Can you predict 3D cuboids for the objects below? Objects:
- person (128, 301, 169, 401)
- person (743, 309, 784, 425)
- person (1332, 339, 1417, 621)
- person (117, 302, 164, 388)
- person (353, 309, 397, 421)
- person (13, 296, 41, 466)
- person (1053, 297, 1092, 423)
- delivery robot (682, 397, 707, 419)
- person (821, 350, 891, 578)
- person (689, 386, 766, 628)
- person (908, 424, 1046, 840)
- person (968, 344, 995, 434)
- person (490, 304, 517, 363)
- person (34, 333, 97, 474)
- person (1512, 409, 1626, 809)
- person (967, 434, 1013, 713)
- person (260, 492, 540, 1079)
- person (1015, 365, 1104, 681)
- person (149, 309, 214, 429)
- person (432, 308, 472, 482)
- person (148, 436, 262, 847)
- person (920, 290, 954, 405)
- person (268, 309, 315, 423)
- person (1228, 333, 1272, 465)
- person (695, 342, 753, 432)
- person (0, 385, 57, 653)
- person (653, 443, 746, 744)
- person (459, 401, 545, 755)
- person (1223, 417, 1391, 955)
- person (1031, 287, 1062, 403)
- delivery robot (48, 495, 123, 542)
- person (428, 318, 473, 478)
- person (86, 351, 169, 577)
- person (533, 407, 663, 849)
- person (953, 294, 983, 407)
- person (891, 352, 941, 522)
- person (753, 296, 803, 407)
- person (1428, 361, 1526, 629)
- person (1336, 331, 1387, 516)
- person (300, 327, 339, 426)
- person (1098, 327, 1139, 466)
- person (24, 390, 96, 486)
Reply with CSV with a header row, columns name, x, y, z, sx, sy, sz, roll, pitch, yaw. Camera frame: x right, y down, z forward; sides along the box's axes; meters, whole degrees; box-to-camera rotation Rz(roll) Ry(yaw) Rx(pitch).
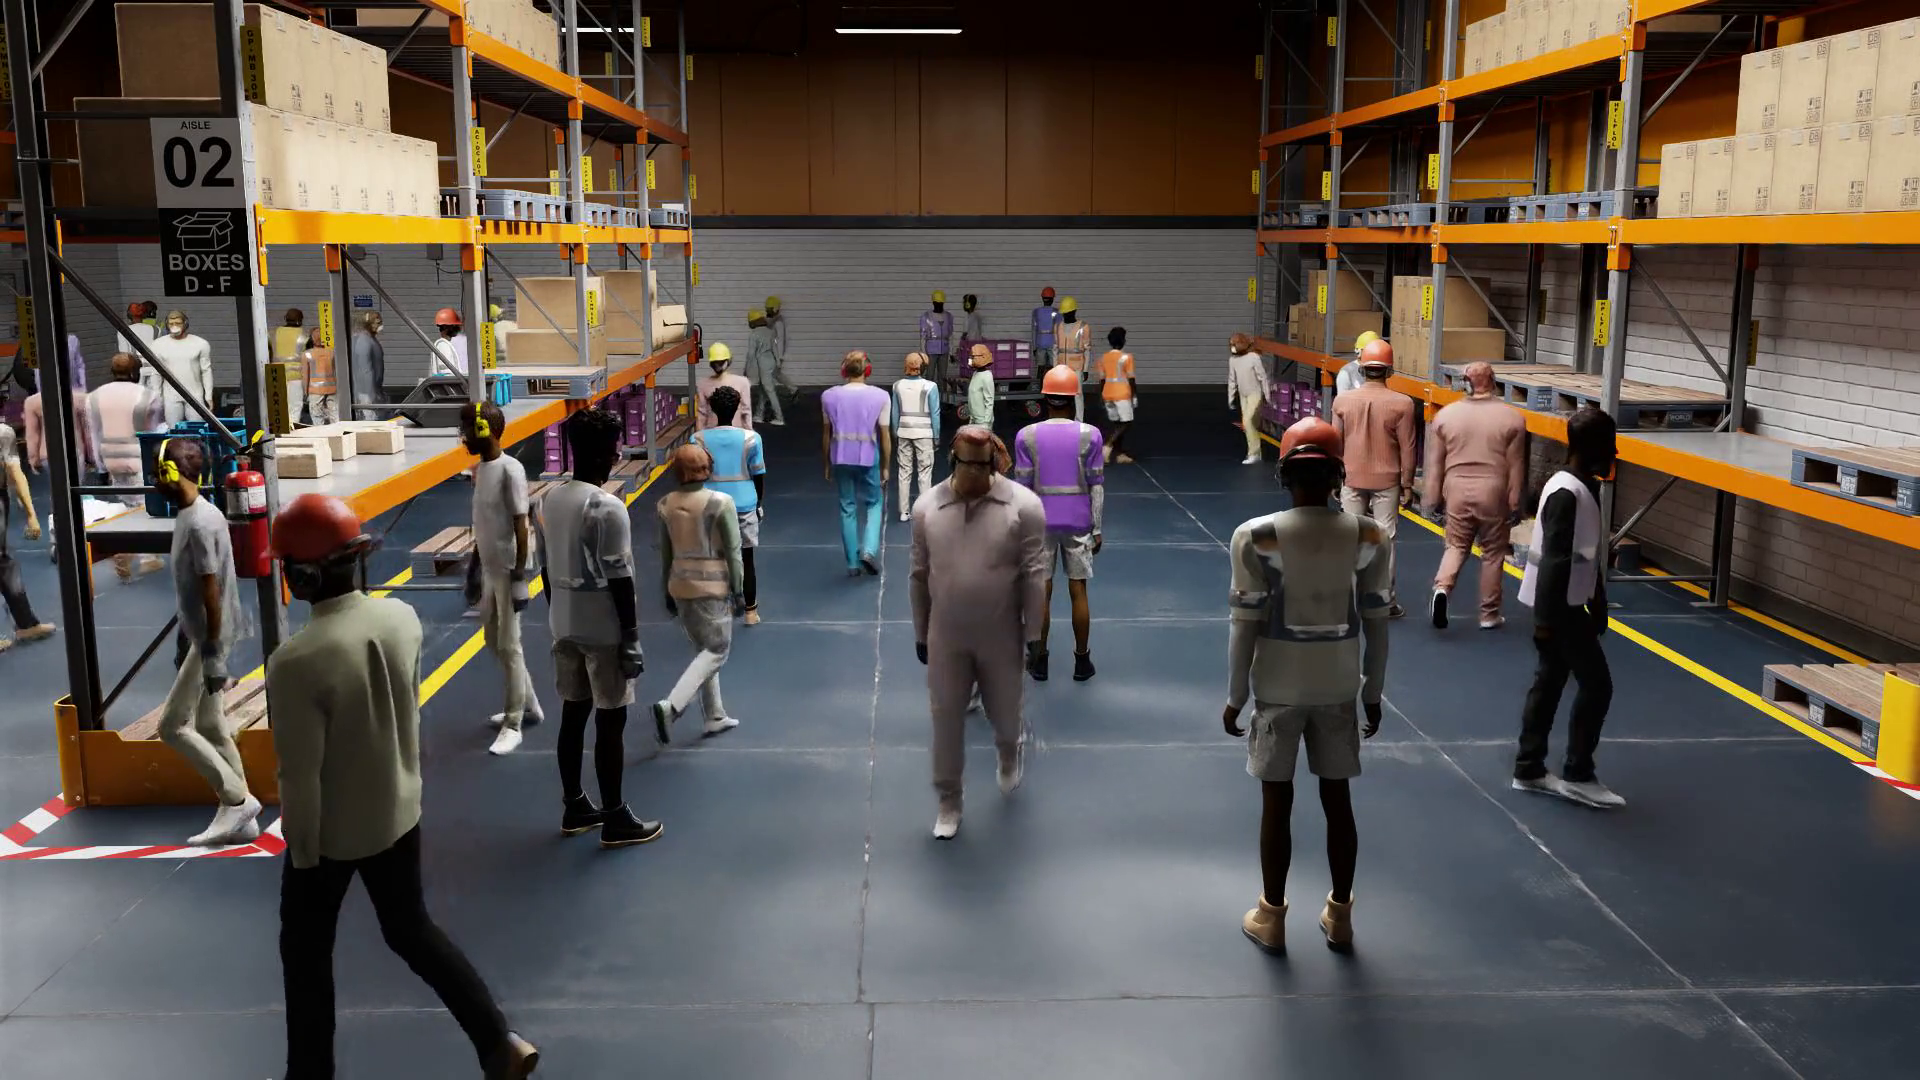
name,x,y,z,sx,sy,sz,roll,pitch,yaw
person,-11.516,-2.486,23.752,0.621,1.845,0.429,0,10,1
person,-2.931,-2.543,24.448,0.807,1.689,0.504,6,12,28
person,2.931,-0.421,11.813,0.622,1.997,0.371,6,12,30
person,-10.815,-2.192,22.002,0.362,1.882,0.576,9,13,40
person,-6.661,-1.664,18.950,0.447,1.919,0.649,-2,10,-10
person,-11.042,-1.904,19.952,0.679,2.000,0.537,9,14,42
person,1.531,-2.399,23.068,0.590,1.913,0.398,7,12,34
delivery robot,-3.706,-1.956,24.123,0.707,0.478,0.477,8,13,38
person,-0.826,-0.600,13.283,0.571,1.826,0.440,1,10,5
person,-1.609,-0.219,11.525,0.537,1.696,0.318,-2,10,-9
person,0.089,0.384,7.663,0.656,1.880,0.690,2,10,10
person,0.206,-1.201,17.167,0.279,1.634,0.499,-3,11,-18
person,-6.600,-2.519,24.123,0.664,1.784,0.406,-7,12,-34
person,-10.476,-1.712,19.256,0.790,1.911,0.646,3,11,16
person,3.001,0.327,7.915,0.691,1.895,0.630,5,12,28
person,0.152,0.214,9.287,0.498,1.634,0.278,8,13,38
person,-1.739,0.828,4.938,0.885,1.968,0.619,5,11,24
person,0.606,-0.097,10.172,0.542,1.939,0.368,1,10,6
person,-8.605,-1.579,18.427,0.635,1.937,0.352,-4,11,-20
person,-5.720,-1.623,18.674,0.358,1.938,0.542,-4,11,-21
person,-3.353,0.462,7.333,0.432,1.836,0.562,-5,11,-27
person,-0.347,-2.975,26.244,0.594,1.922,0.386,-6,12,-29
person,-8.718,-2.124,21.843,0.639,1.802,0.832,0,10,2
person,3.487,-1.708,20.116,0.587,1.581,0.527,-7,12,-33
person,-2.213,-0.984,15.632,0.540,1.750,0.425,1,10,3
person,-6.317,-0.170,10.954,0.631,1.793,0.785,5,11,25
person,-1.427,0.298,8.864,0.533,1.611,0.642,6,12,31
person,-2.430,0.187,8.898,0.501,1.835,0.650,-8,13,-39
person,1.296,0.553,6.295,0.615,2.029,0.400,-1,10,-4
person,1.460,-3.238,27.671,0.541,1.938,0.358,4,11,21
delivery robot,-7.405,-0.164,14.137,0.477,0.478,0.707,1,10,3
person,-5.789,-1.652,19.119,0.779,1.855,0.668,5,11,25
person,-6.609,-0.592,13.261,0.637,1.820,0.749,1,10,5
person,-1.620,0.392,7.392,0.602,1.959,0.368,9,13,40
person,0.072,-3.001,26.659,0.877,1.838,0.515,4,11,21
person,-0.419,-0.971,15.867,0.514,1.642,0.314,6,12,29
person,-2.968,-3.063,27.048,0.765,1.812,0.593,-2,10,-13
person,3.521,-0.283,11.402,0.635,1.877,0.697,7,12,33
person,3.936,-1.119,16.198,0.585,1.823,0.403,-5,11,-25
person,-7.836,-1.796,20.462,0.512,1.645,0.307,-9,13,-40
person,1.861,-1.709,19.855,0.686,1.678,0.552,-8,13,-37
person,-7.740,-0.732,14.298,0.511,1.723,0.897,-3,10,-14
